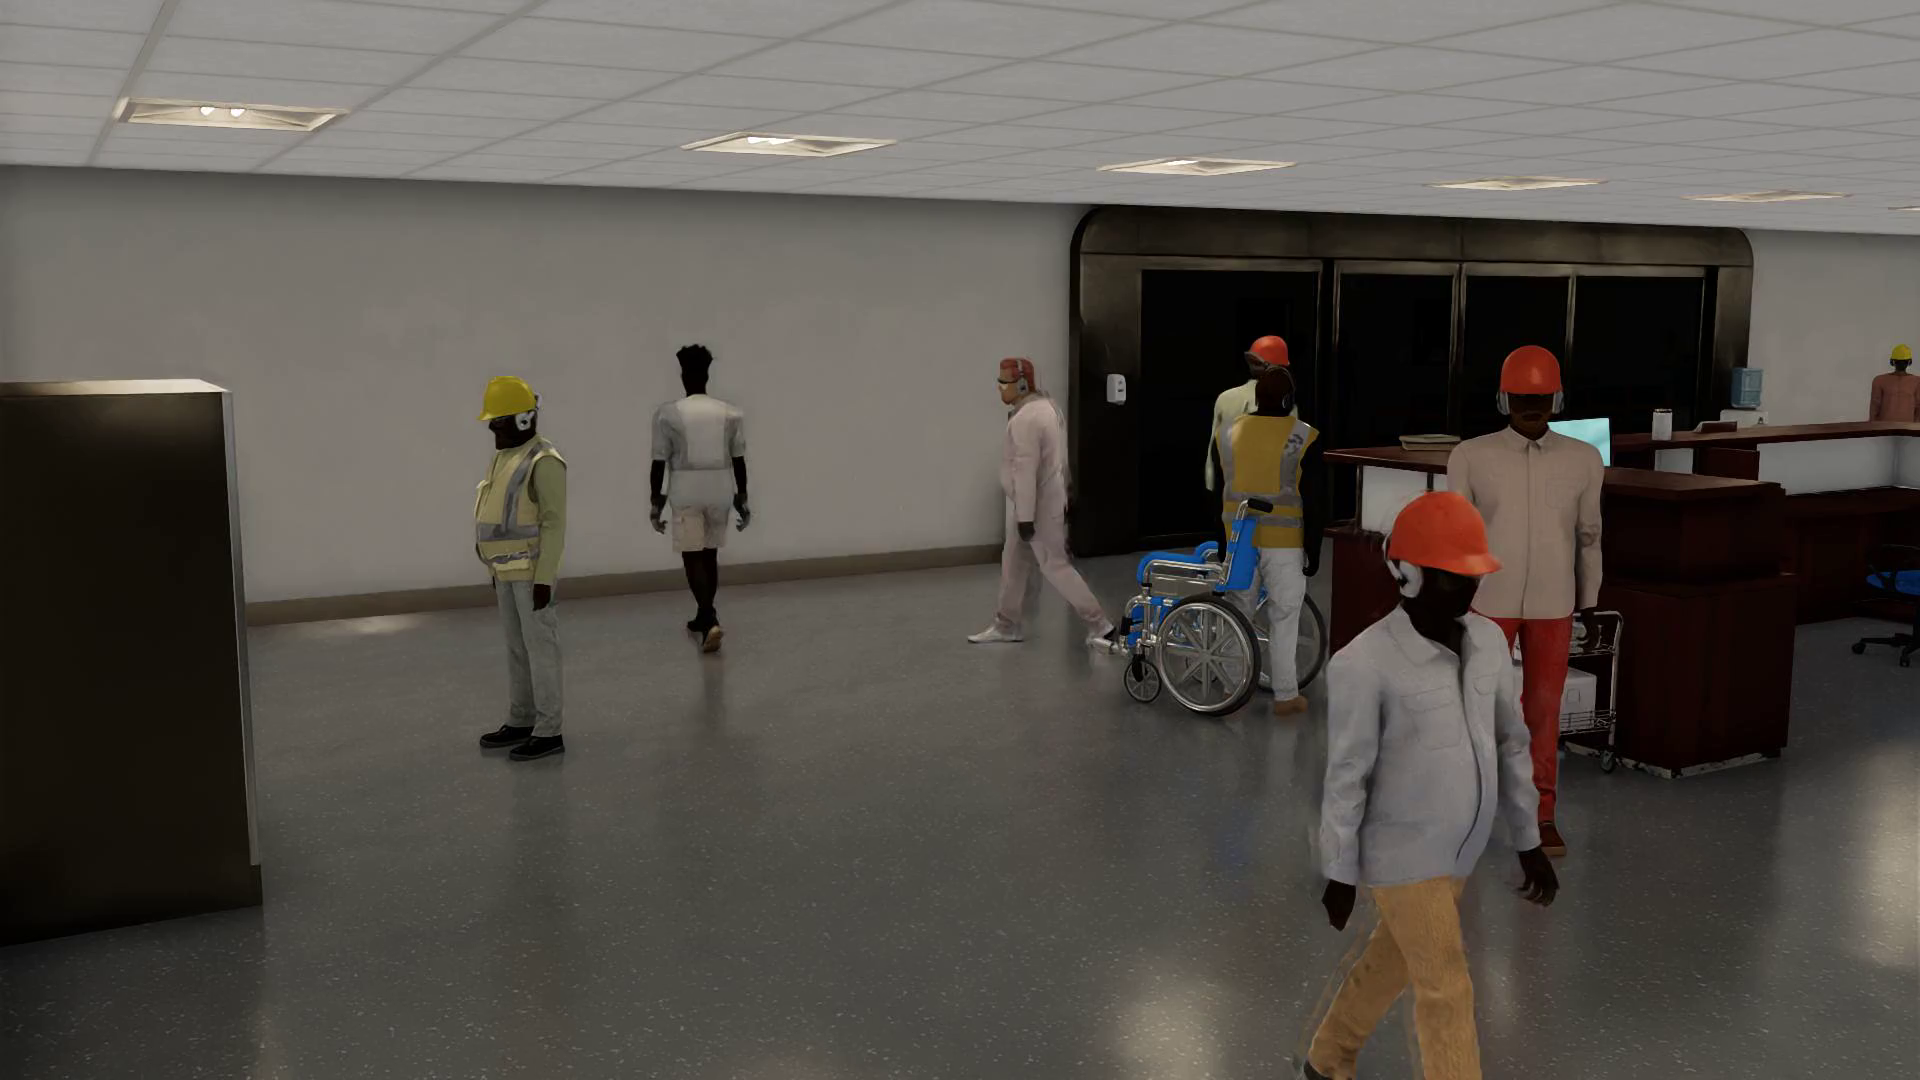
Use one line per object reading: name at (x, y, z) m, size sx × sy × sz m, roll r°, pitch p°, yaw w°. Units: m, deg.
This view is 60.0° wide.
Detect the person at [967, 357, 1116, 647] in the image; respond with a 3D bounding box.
person at (0.543, -0.229, 10.461) m, size 0.924 × 1.852 × 0.684 m, roll 1°, pitch 8°, yaw 6°

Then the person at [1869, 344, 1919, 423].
person at (10.041, -1.213, 17.849) m, size 0.523 × 1.769 × 0.310 m, roll 2°, pitch 8°, yaw 17°

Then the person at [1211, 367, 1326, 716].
person at (1.631, 0.009, 8.775) m, size 0.628 × 1.835 × 0.429 m, roll 5°, pitch 9°, yaw 32°

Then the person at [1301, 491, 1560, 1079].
person at (1.125, 0.723, 4.046) m, size 0.558 × 1.713 × 0.895 m, roll -6°, pitch 10°, yaw -38°

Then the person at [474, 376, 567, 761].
person at (-2.093, 0.131, 7.918) m, size 0.403 × 1.822 × 0.586 m, roll -6°, pitch 10°, yaw -38°

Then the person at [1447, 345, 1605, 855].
person at (2.183, 0.243, 6.482) m, size 0.624 × 1.992 × 0.390 m, roll 1°, pitch 8°, yaw 5°

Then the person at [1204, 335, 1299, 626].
person at (1.951, -0.327, 10.702) m, size 0.695 × 1.968 × 0.628 m, roll -7°, pitch 11°, yaw -43°

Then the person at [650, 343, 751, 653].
person at (-1.621, -0.271, 10.476) m, size 0.621 × 1.932 × 0.954 m, roll -4°, pitch 9°, yaw -27°
